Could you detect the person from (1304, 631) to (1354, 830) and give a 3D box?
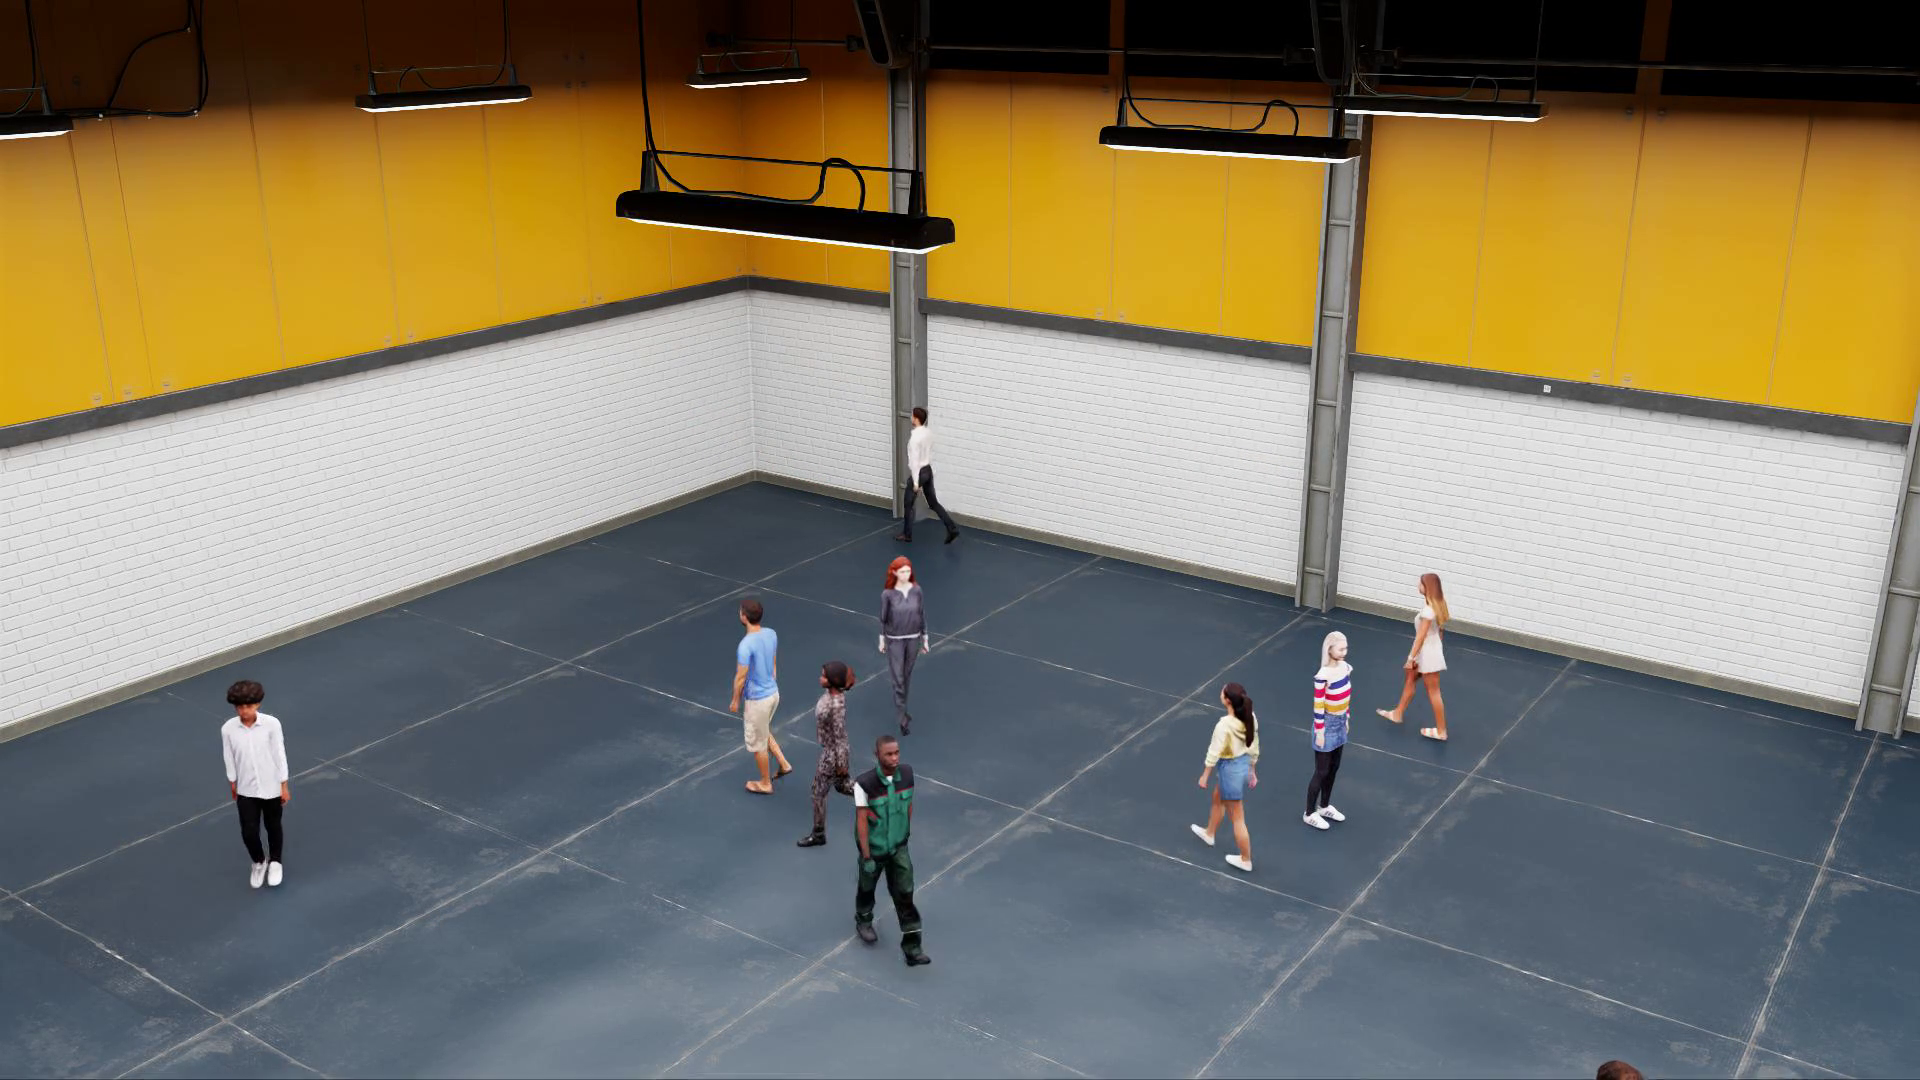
[{"bbox_3d":[3.206,1.628,14.452,0.560,1.808,0.668,16,25,40],"label":"person"}]

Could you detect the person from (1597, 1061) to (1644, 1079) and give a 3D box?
[{"bbox_3d":[3.353,3.536,8.700,0.735,1.863,0.690,-14,23,-36],"label":"person"}]

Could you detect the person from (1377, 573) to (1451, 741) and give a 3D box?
[{"bbox_3d":[4.622,1.148,16.096,0.970,1.667,0.626,11,21,28],"label":"person"}]

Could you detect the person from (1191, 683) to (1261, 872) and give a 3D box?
[{"bbox_3d":[2.314,1.982,13.725,0.986,1.601,0.729,16,25,40],"label":"person"}]

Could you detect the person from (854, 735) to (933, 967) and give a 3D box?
[{"bbox_3d":[-0.629,2.290,12.529,1.033,1.780,1.287,-10,21,-28],"label":"person"}]

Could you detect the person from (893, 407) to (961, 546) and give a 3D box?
[{"bbox_3d":[-0.413,-0.798,21.609,1.169,1.837,0.693,11,22,30],"label":"person"}]

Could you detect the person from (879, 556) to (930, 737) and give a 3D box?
[{"bbox_3d":[-0.583,0.991,16.422,0.929,1.758,1.052,-7,20,-19],"label":"person"}]

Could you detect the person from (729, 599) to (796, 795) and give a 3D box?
[{"bbox_3d":[-1.731,1.438,14.954,0.769,1.848,0.700,9,21,25],"label":"person"}]

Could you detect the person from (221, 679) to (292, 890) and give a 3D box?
[{"bbox_3d":[-5.689,1.944,13.530,0.750,1.797,0.795,-6,19,-16],"label":"person"}]
